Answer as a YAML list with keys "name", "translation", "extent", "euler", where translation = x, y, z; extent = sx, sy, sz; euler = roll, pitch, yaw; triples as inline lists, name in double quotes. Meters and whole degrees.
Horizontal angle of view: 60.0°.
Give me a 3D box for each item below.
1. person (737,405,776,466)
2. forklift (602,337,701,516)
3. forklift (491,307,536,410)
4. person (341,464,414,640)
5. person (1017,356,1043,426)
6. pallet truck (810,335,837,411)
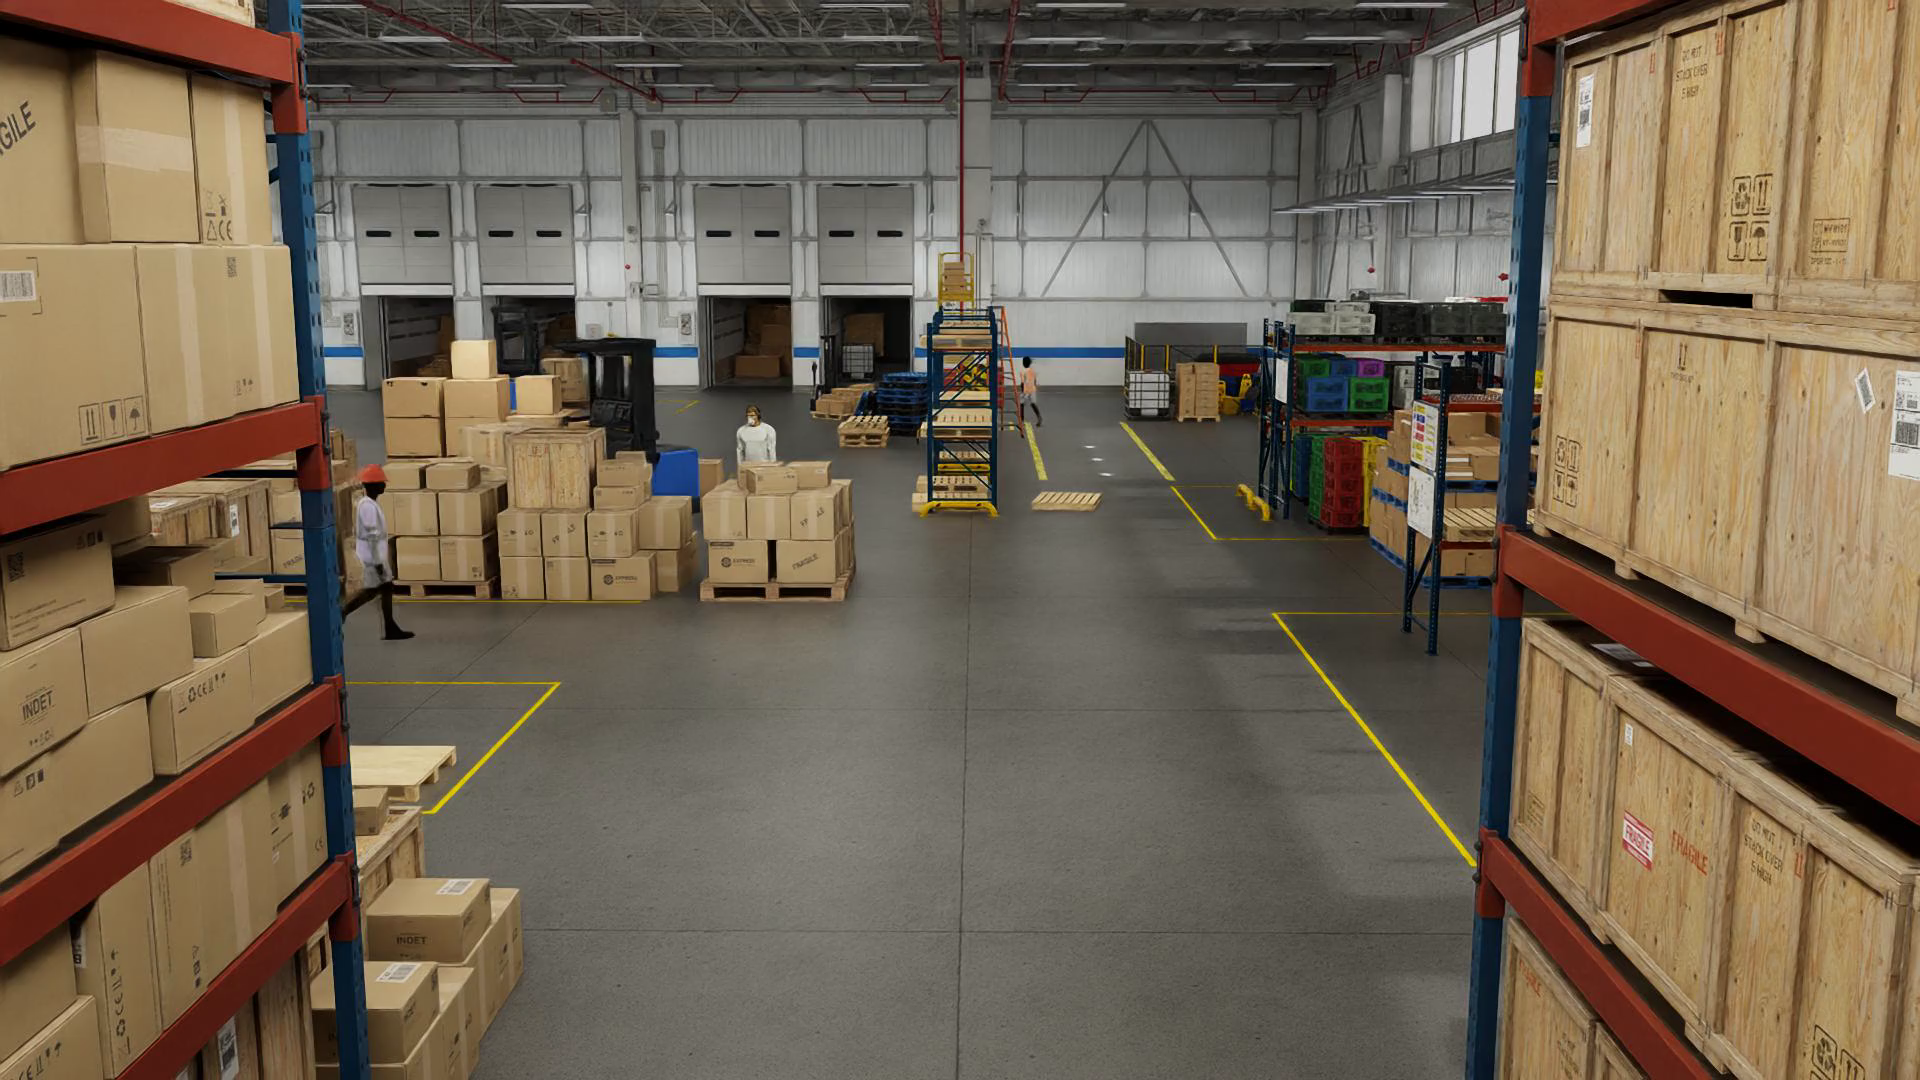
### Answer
- name: "person"
  translation: [-2.979, -1.021, 24.363]
  extent: [0.629, 1.929, 0.362]
  euler: [3, 10, 18]
- name: "forklift"
  translation: [-5.028, -1.701, 25.518]
  extent: [1.129, 2.768, 1.873]
  euler: [8, 13, 40]
- name: "forklift"
  translation: [-10.749, -4.230, 40.109]
  extent: [1.129, 2.768, 1.873]
  euler: [0, 10, 1]
- name: "person"
  translation: [-6.302, 0.153, 17.607]
  extent: [0.818, 1.918, 0.542]
  euler: [-2, 10, -14]
- name: "person"
  translation: [1.660, -3.535, 39.578]
  extent: [0.533, 1.672, 0.742]
  euler: [-6, 12, -33]
- name: "pallet truck"
  translation: [-3.021, -4.312, 43.126]
  extent: [1.885, 1.965, 0.823]
  euler: [3, 10, 17]
